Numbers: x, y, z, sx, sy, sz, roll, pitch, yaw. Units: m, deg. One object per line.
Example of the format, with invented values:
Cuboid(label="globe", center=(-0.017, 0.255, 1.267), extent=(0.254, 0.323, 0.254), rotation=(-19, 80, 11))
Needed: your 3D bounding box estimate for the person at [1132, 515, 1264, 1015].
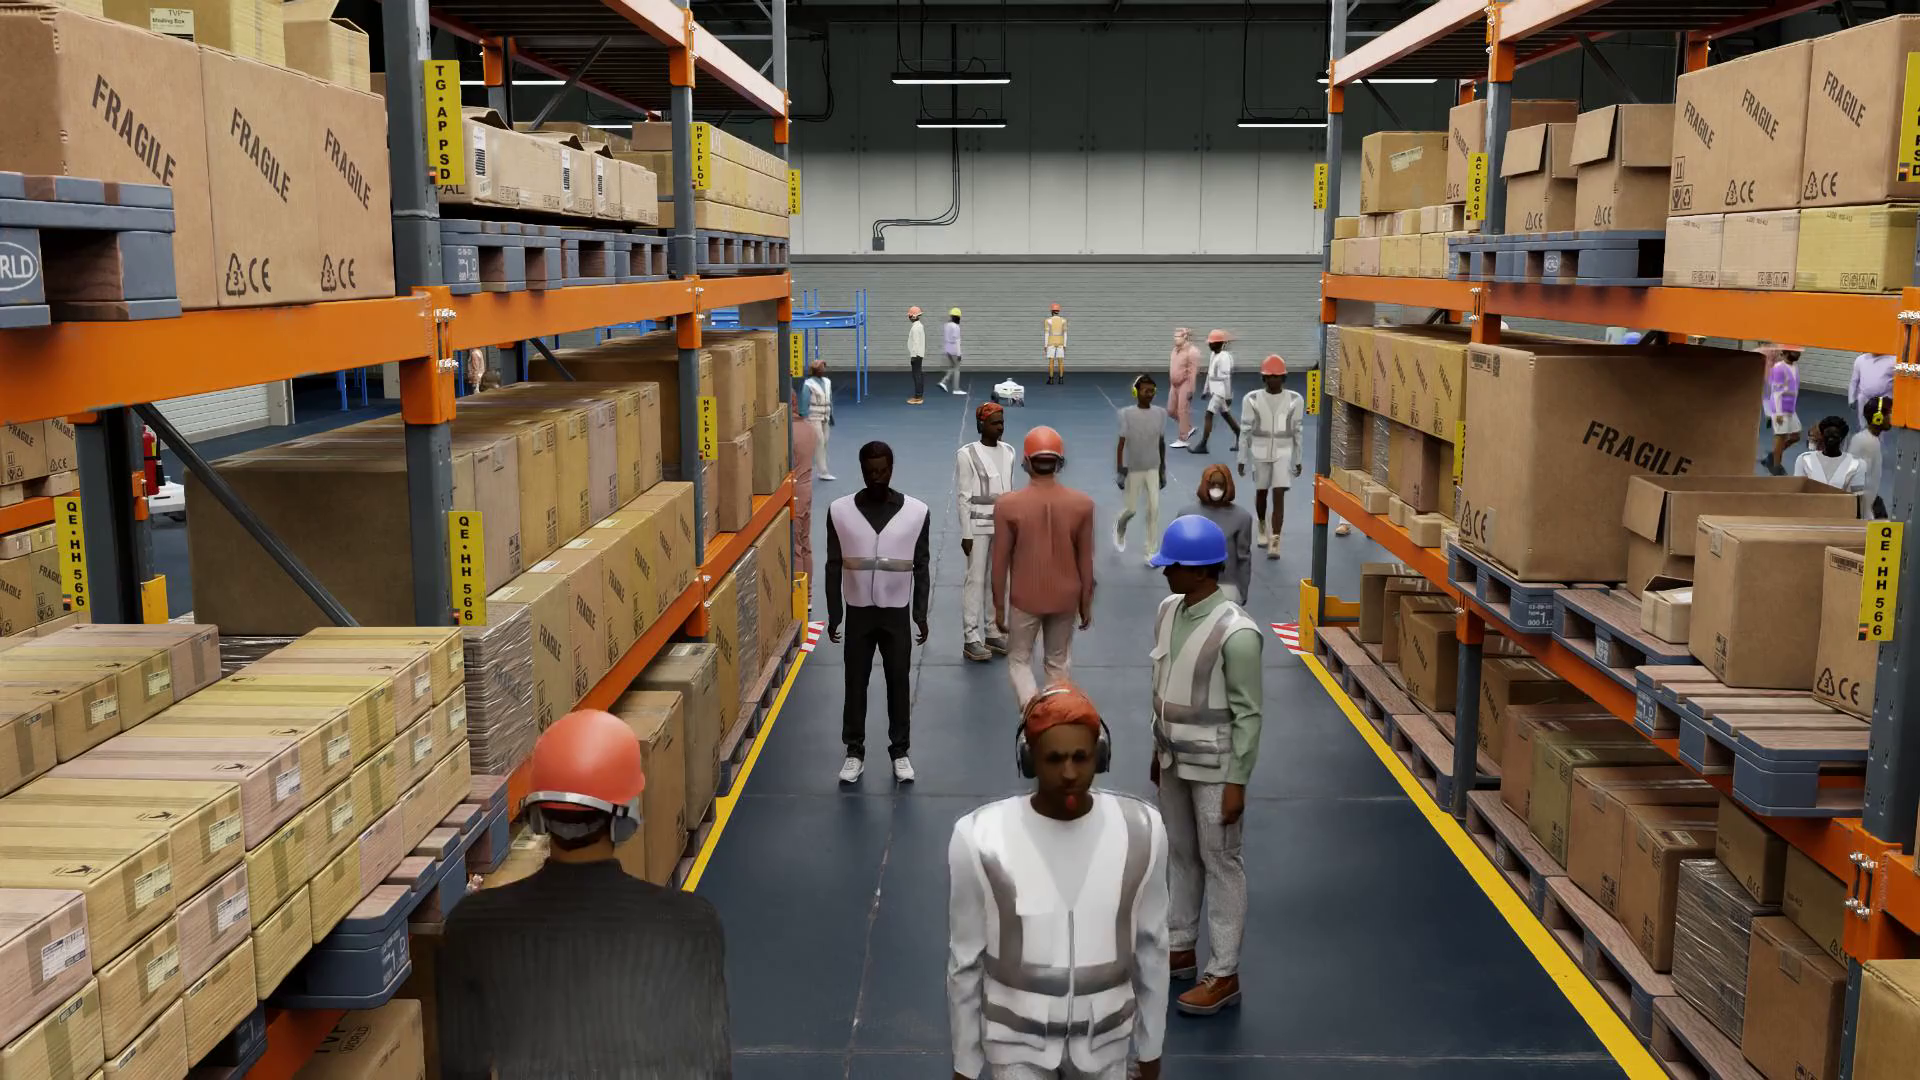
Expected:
Cuboid(label="person", center=(0.929, 0.859, 6.485), extent=(0.402, 1.944, 0.605), rotation=(-5, 11, -26))

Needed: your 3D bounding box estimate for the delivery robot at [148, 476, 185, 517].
Cuboid(label="delivery robot", center=(-8.788, -0.466, 18.418), extent=(0.477, 0.478, 0.707), rotation=(8, 12, 39))

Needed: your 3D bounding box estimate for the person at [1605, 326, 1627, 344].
Cuboid(label="person", center=(15.737, -4.569, 39.931), extent=(0.507, 1.631, 0.266), rotation=(1, 10, 8))

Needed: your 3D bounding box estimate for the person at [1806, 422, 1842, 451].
Cuboid(label="person", center=(7.230, -0.188, 13.796), extent=(0.693, 1.607, 0.498), rotation=(6, 11, 31))

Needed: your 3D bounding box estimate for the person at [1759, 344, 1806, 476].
Cuboid(label="person", center=(10.978, -1.748, 22.167), extent=(0.551, 1.921, 0.449), rotation=(-7, 12, -35))

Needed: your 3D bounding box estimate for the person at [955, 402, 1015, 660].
Cuboid(label="person", center=(0.214, -0.074, 12.264), extent=(0.356, 1.882, 0.574), rotation=(9, 13, 43))

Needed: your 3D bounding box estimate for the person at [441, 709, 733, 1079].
Cuboid(label="person", center=(-0.786, 1.342, 3.509), extent=(0.620, 1.975, 0.693), rotation=(0, 9, 3))

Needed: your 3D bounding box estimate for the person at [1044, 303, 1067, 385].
Cuboid(label="person", center=(2.277, -4.692, 39.759), extent=(0.551, 1.935, 0.362), rotation=(-2, 10, -12))

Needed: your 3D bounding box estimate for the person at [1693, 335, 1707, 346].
Cuboid(label="person", center=(13.005, -2.838, 29.245), extent=(0.548, 1.724, 0.852), rotation=(-1, 9, -3))

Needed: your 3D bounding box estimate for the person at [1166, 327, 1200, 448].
Cuboid(label="person", center=(3.518, -2.401, 26.191), extent=(0.470, 1.891, 0.645), rotation=(-5, 11, -27))

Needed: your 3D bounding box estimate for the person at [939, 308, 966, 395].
Cuboid(label="person", center=(-0.142, -4.151, 36.608), extent=(0.478, 1.913, 0.613), rotation=(-3, 10, -20))

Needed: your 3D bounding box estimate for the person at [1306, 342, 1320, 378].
Cuboid(label="person", center=(8.734, -4.595, 39.972), extent=(0.811, 1.668, 0.528), rotation=(4, 10, 21))

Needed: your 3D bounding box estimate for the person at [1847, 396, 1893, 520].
Cuboid(label="person", center=(7.394, -0.247, 13.449), extent=(0.930, 1.822, 0.533), rotation=(3, 10, 17))

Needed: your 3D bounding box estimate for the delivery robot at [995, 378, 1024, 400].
Cuboid(label="delivery robot", center=(1.007, -3.060, 33.965), extent=(0.477, 0.478, 0.707), rotation=(-5, 11, -28))

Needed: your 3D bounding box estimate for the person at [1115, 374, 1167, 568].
Cuboid(label="person", center=(1.747, -0.696, 16.126), extent=(0.525, 1.851, 0.741), rotation=(-2, 10, -14))

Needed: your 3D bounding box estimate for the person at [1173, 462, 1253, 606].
Cuboid(label="person", center=(1.657, 0.282, 10.904), extent=(0.509, 1.617, 0.607), rotation=(2, 10, 12))

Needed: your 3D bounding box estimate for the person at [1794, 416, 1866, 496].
Cuboid(label="person", center=(6.868, -0.140, 13.211), extent=(0.529, 1.697, 0.321), rotation=(5, 11, 27))

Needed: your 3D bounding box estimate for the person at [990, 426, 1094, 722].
Cuboid(label="person", center=(0.489, 0.343, 9.503), extent=(0.621, 1.980, 0.583), rotation=(-2, 10, -12))

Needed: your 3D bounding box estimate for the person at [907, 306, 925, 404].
Cuboid(label="person", center=(-0.915, -3.829, 34.417), extent=(0.381, 1.994, 0.622), rotation=(1, 10, 7))

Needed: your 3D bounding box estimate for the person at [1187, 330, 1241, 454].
Cuboid(label="person", center=(4.000, -2.267, 25.435), extent=(0.983, 1.895, 0.548), rotation=(-1, 10, -5))

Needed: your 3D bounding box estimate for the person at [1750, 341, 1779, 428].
Cuboid(label="person", center=(13.843, -2.760, 28.716), extent=(0.549, 1.752, 0.407), rotation=(-1, 9, -3))

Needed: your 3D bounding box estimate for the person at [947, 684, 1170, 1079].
Cuboid(label="person", center=(0.244, 1.265, 4.306), extent=(0.583, 1.864, 0.712), rotation=(-1, 10, -8))

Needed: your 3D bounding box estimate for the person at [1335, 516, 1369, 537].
Cuboid(label="person", center=(4.285, -0.962, 17.704), extent=(0.626, 1.844, 0.429), rotation=(5, 10, 25))

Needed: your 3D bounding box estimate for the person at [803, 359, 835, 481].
Cuboid(label="person", center=(-1.953, -1.632, 22.370), extent=(0.663, 1.620, 0.518), rotation=(6, 11, 33))

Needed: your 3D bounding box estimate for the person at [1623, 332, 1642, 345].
Cuboid(label="person", center=(9.663, -2.091, 24.303), extent=(1.001, 1.907, 0.617), rotation=(2, 10, 12))

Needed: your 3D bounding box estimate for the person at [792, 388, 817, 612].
Cuboid(label="person", center=(-1.411, -0.305, 13.598), extent=(0.407, 1.902, 0.639), rotation=(2, 10, 13))

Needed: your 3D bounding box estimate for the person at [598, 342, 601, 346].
Cuboid(label="person", center=(-4.754, -1.756, 22.378), extent=(0.535, 1.868, 0.309), rotation=(1, 10, 6))

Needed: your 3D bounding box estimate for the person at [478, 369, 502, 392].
Cuboid(label="person", center=(-4.410, -0.682, 15.819), extent=(0.634, 1.916, 0.804), rotation=(0, 9, 2))

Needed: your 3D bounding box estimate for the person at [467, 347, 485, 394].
Cuboid(label="person", center=(-8.423, -2.744, 28.983), extent=(0.307, 1.640, 0.520), rotation=(-2, 10, -11))

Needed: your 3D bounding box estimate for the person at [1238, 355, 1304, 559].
Cuboid(label="person", center=(3.120, -0.870, 16.704), extent=(0.624, 2.003, 1.029), rotation=(2, 10, 11))

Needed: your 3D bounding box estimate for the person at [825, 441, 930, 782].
Cuboid(label="person", center=(-0.459, 0.395, 9.345), extent=(0.591, 1.919, 0.392), rotation=(-1, 9, -3))

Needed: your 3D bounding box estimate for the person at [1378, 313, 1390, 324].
Cuboid(label="person", center=(8.445, -3.497, 32.695), extent=(0.603, 1.909, 0.645), rotation=(-6, 11, -34))

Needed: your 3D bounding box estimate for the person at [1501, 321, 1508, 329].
Cuboid(label="person", center=(11.648, -4.115, 36.392), extent=(0.655, 1.906, 0.407), rotation=(2, 10, 13))

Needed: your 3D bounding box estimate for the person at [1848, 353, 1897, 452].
Cuboid(label="person", center=(13.054, -2.003, 23.793), extent=(0.558, 1.885, 0.683), rotation=(-9, 13, -44))
